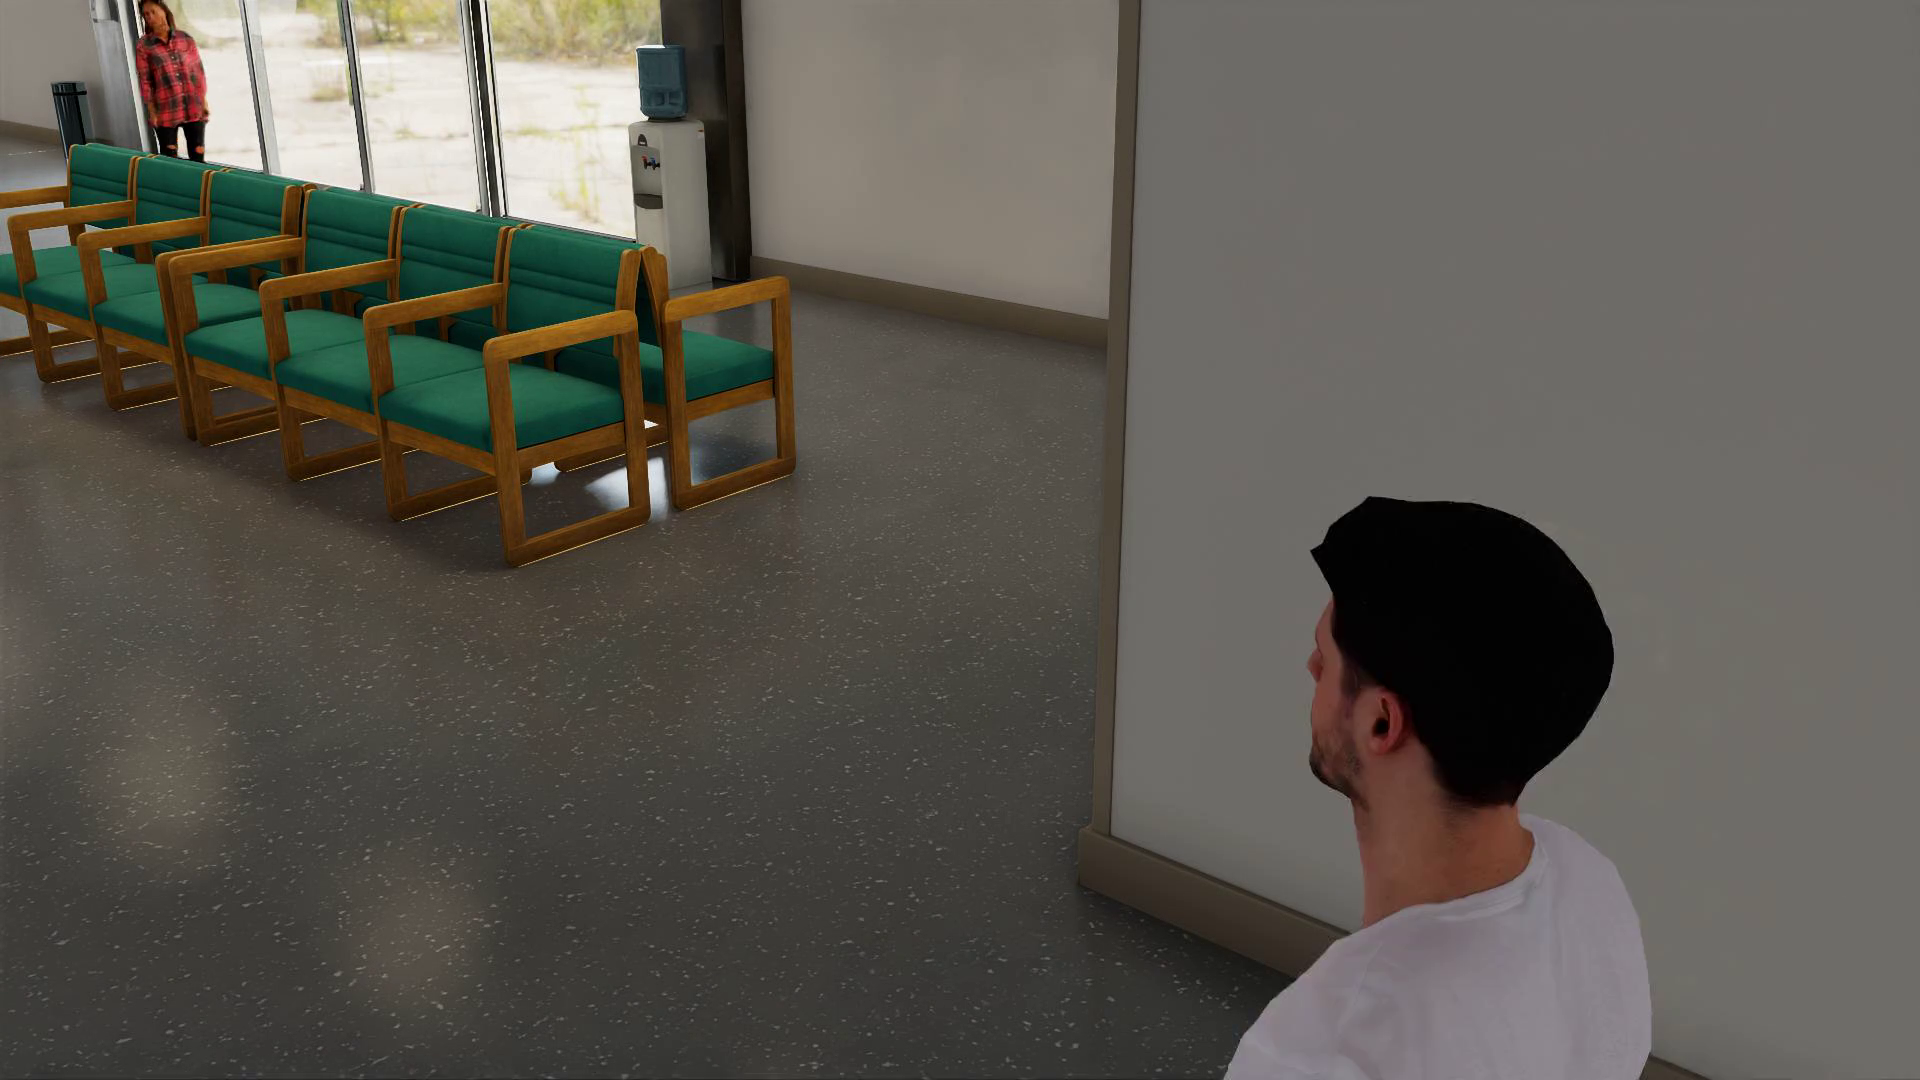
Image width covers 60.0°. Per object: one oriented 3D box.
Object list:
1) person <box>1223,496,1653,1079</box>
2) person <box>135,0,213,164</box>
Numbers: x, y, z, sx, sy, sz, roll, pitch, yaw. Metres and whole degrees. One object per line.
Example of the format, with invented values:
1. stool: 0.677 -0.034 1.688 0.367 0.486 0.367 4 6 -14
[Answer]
1. person: 0.420 0.892 1.443 0.769 1.875 0.627 19 28 41
2. person: -5.995 -3.309 12.789 0.722 1.696 0.532 15 26 35
